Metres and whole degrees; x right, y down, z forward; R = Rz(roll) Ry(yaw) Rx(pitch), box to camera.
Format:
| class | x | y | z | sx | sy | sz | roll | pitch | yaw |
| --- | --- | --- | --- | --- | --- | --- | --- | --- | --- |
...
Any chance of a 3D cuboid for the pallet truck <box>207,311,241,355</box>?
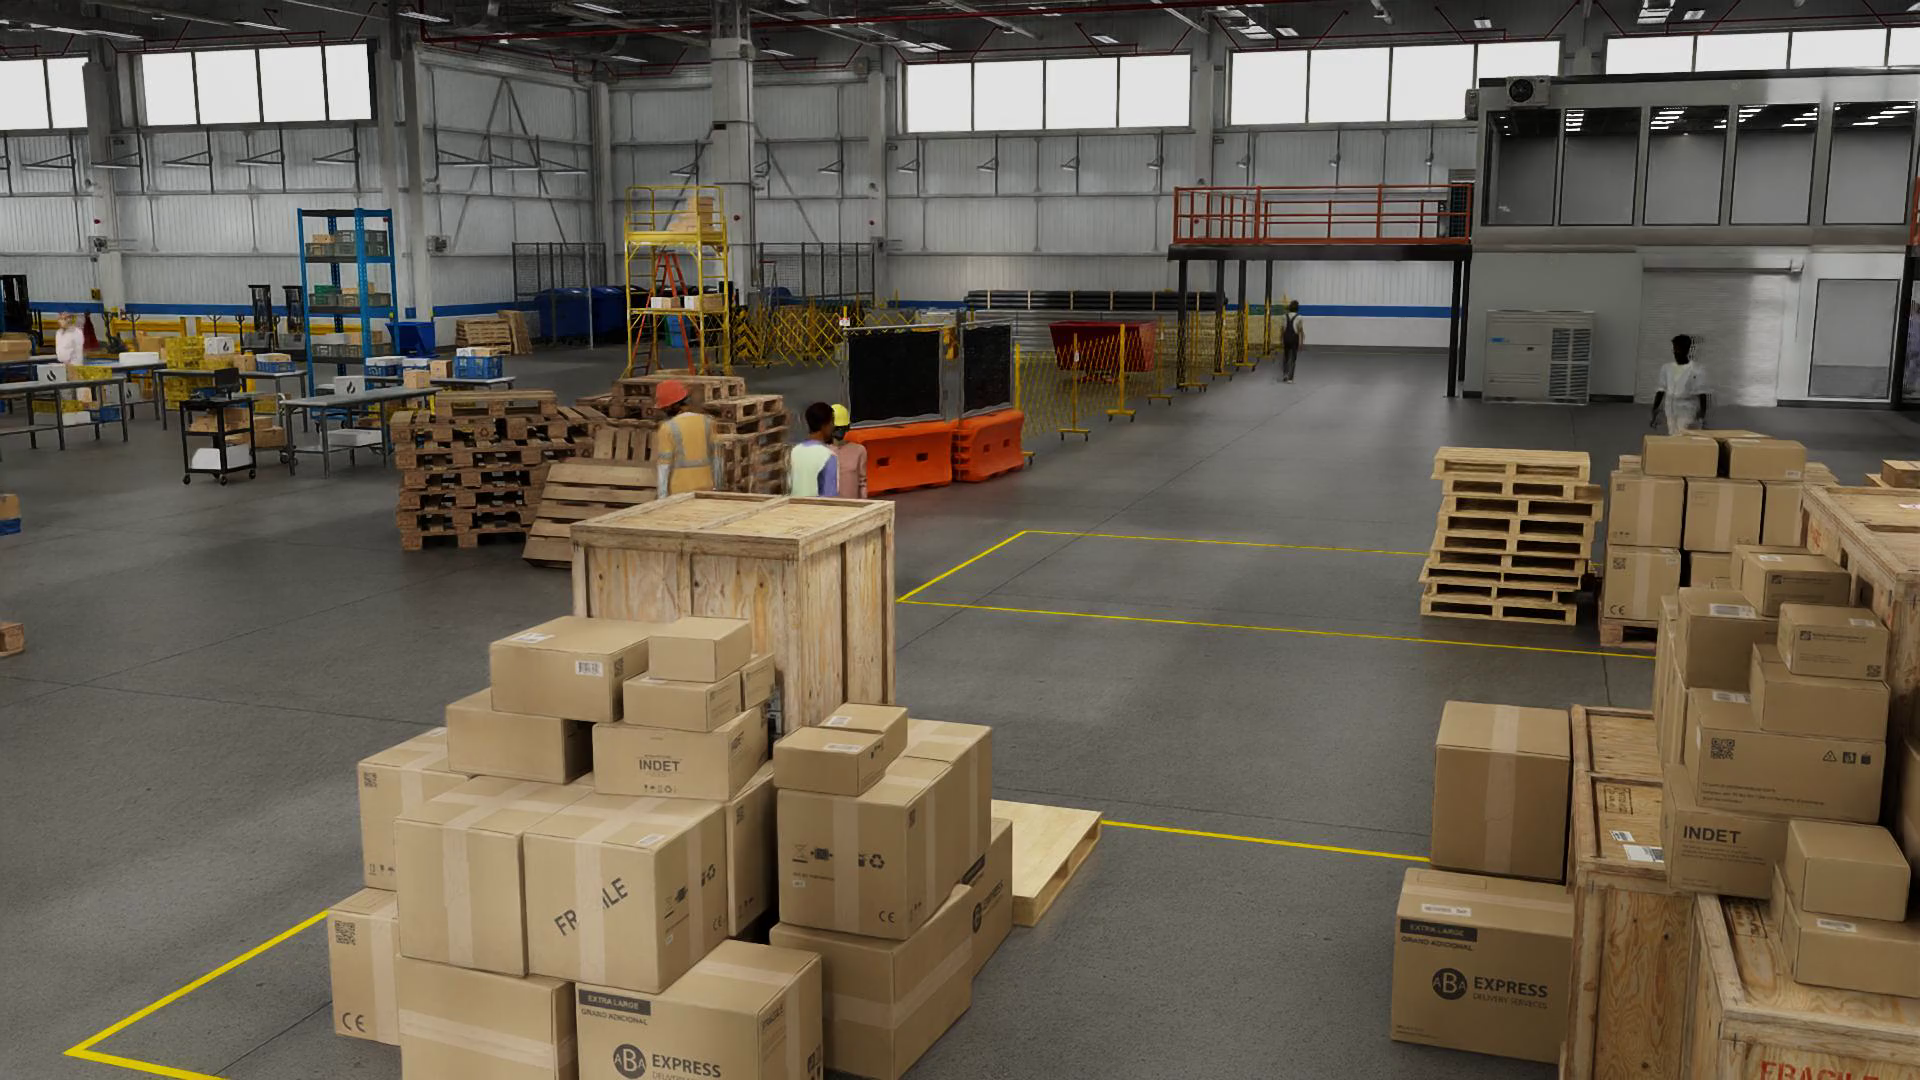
| class | x | y | z | sx | sy | sz | roll | pitch | yaw |
| --- | --- | --- | --- | --- | --- | --- | --- | --- | --- |
| pallet truck | -19.537 | -5.575 | 44.913 | 0.653 | 1.274 | 1.630 | 3 | 11 | 19 |

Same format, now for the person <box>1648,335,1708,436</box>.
| class | x | y | z | sx | sy | sz | roll | pitch | yaw |
| --- | --- | --- | --- | --- | --- | --- | --- | --- | --- |
| person | 8.798 | -1.554 | 20.500 | 0.920 | 1.925 | 0.636 | -6 | 12 | -30 |

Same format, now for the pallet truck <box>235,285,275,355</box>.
| class | x | y | z | sx | sy | sz | roll | pitch | yaw |
| --- | --- | --- | --- | --- | --- | --- | --- | --- | --- |
| pallet truck | -18.327 | -5.835 | 44.421 | 0.823 | 1.965 | 1.885 | 4 | 11 | 23 |

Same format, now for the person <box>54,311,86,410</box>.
| class | x | y | z | sx | sy | sz | roll | pitch | yaw |
| --- | --- | --- | --- | --- | --- | --- | --- | --- | --- |
| person | -15.436 | -2.993 | 28.713 | 0.680 | 1.885 | 0.617 | 5 | 11 | 27 |

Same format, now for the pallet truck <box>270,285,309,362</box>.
| class | x | y | z | sx | sy | sz | roll | pitch | yaw |
| --- | --- | --- | --- | --- | --- | --- | --- | --- | --- |
| pallet truck | -17.147 | -5.700 | 43.663 | 0.823 | 1.965 | 1.885 | 3 | 11 | 17 |

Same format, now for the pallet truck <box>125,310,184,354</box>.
| class | x | y | z | sx | sy | sz | roll | pitch | yaw |
| --- | --- | --- | --- | --- | --- | --- | --- | --- | --- |
| pallet truck | -22.038 | -5.665 | 45.457 | 0.704 | 1.261 | 1.522 | 3 | 11 | 17 |

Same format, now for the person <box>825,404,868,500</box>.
| class | x | y | z | sx | sy | sz | roll | pitch | yaw |
| --- | --- | --- | --- | --- | --- | --- | --- | --- | --- |
| person | -0.980 | -0.217 | 13.439 | 0.539 | 1.764 | 0.333 | -5 | 11 | -24 |

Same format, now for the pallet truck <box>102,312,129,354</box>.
| class | x | y | z | sx | sy | sz | roll | pitch | yaw |
| --- | --- | --- | --- | --- | --- | --- | --- | --- | --- |
| pallet truck | -23.057 | -5.777 | 46.261 | 0.680 | 1.201 | 1.601 | 3 | 11 | 19 |

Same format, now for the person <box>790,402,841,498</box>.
| class | x | y | z | sx | sy | sz | roll | pitch | yaw |
| --- | --- | --- | --- | --- | --- | --- | --- | --- | --- |
| person | -1.103 | -0.090 | 12.413 | 0.946 | 1.885 | 0.597 | -5 | 11 | -28 |

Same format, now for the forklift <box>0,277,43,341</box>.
| class | x | y | z | sx | sy | sz | roll | pitch | yaw |
| --- | --- | --- | --- | --- | --- | --- | --- | --- | --- |
| forklift | -27.151 | -6.329 | 46.328 | 1.157 | 1.987 | 2.680 | 3 | 11 | 17 |

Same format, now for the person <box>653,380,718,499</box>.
| class | x | y | z | sx | sy | sz | roll | pitch | yaw |
| --- | --- | --- | --- | --- | --- | --- | --- | --- | --- |
| person | -2.310 | -0.430 | 14.303 | 0.630 | 1.896 | 0.400 | -9 | 14 | -42 |

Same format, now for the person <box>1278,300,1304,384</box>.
| class | x | y | z | sx | sy | sz | roll | pitch | yaw |
| --- | --- | --- | --- | --- | --- | --- | --- | --- | --- |
| person | 7.275 | -4.329 | 36.405 | 0.555 | 1.830 | 0.457 | 6 | 12 | 31 |
